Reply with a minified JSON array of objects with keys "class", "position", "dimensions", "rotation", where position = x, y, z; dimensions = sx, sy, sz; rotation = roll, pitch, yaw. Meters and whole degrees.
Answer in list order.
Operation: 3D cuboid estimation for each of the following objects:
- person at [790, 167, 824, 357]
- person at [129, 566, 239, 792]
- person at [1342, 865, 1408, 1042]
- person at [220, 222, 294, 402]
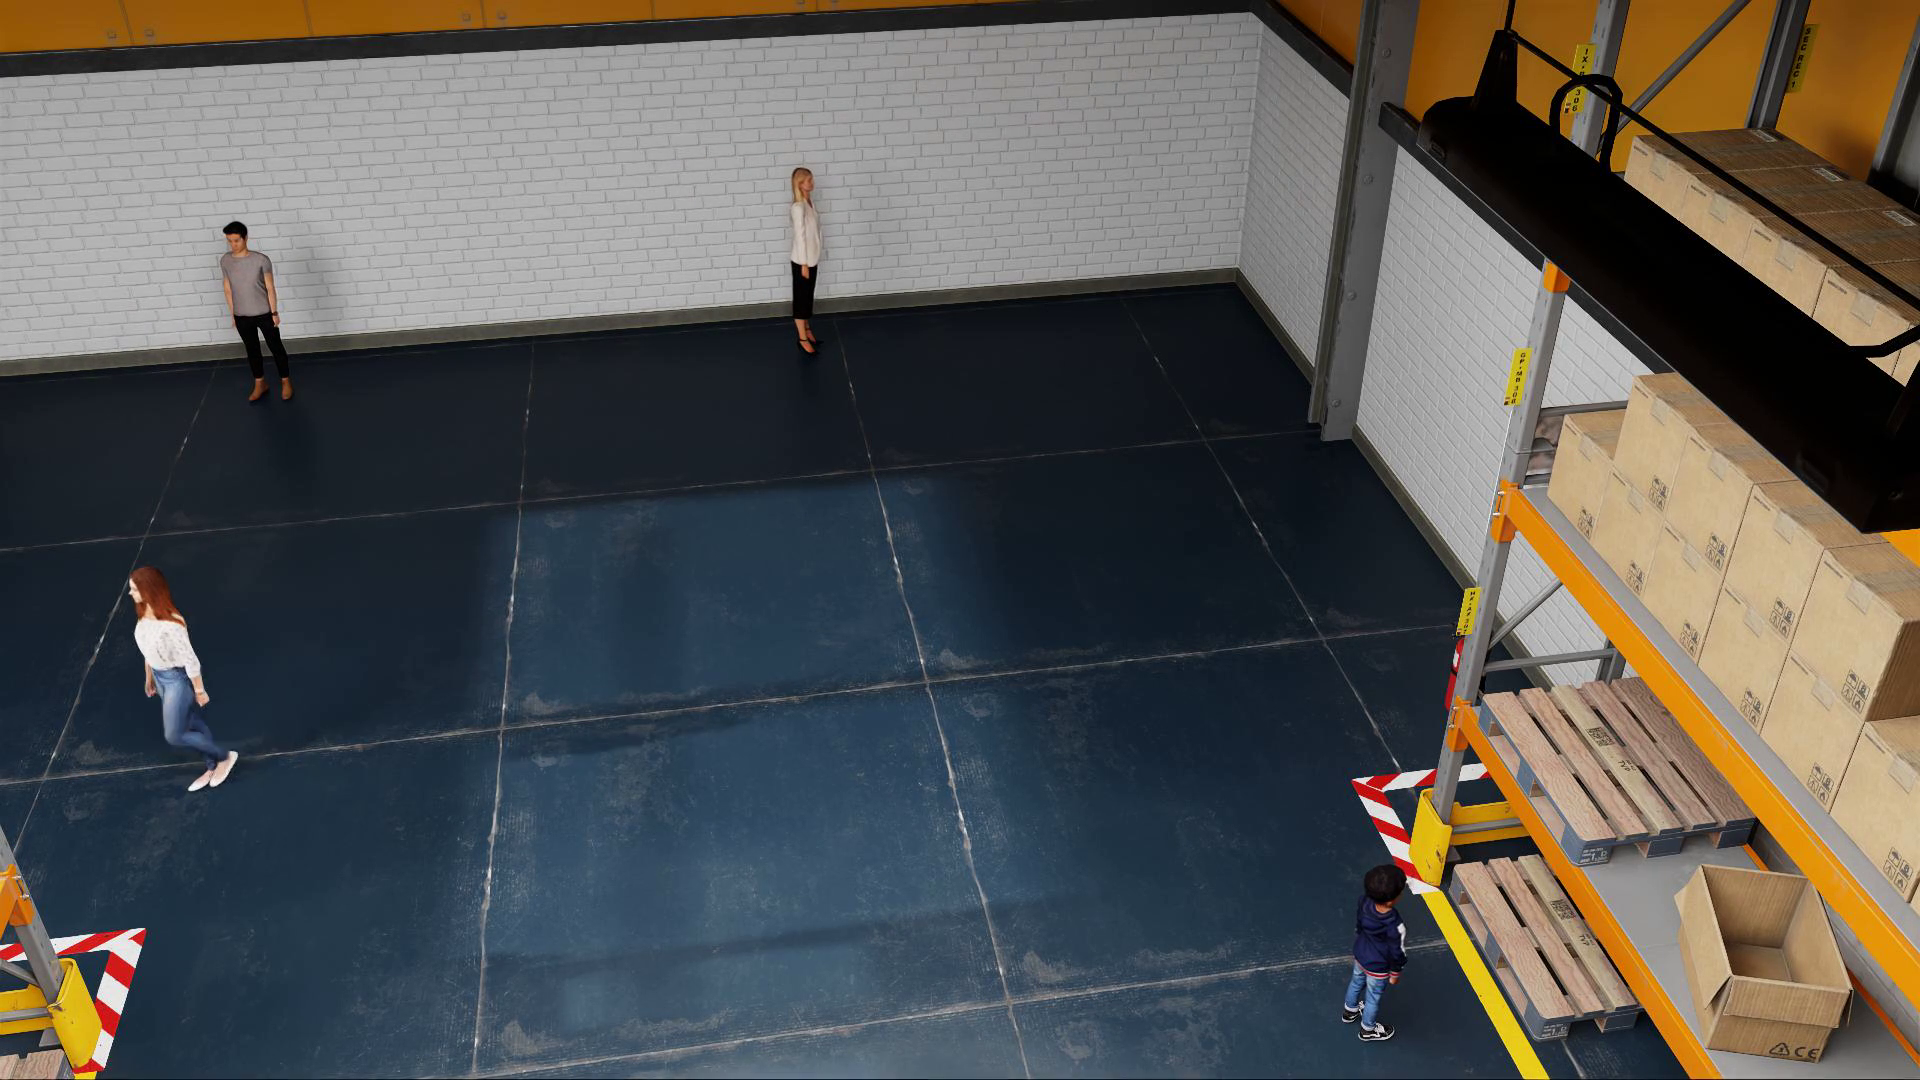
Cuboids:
[{"class":"person","position":[-1.473,-2.664,15.884],"dimensions":[0.719,1.858,0.553],"rotation":[3,34,5]},{"class":"person","position":[-4.963,0.869,10.694],"dimensions":[0.709,1.719,0.777],"rotation":[29,43,36]},{"class":"person","position":[2.269,2.242,9.079],"dimensions":[0.625,1.221,0.497],"rotation":[-14,36,-20]},{"class":"person","position":[-6.427,-2.097,15.159],"dimensions":[0.630,1.716,0.562],"rotation":[-1,34,-2]}]
